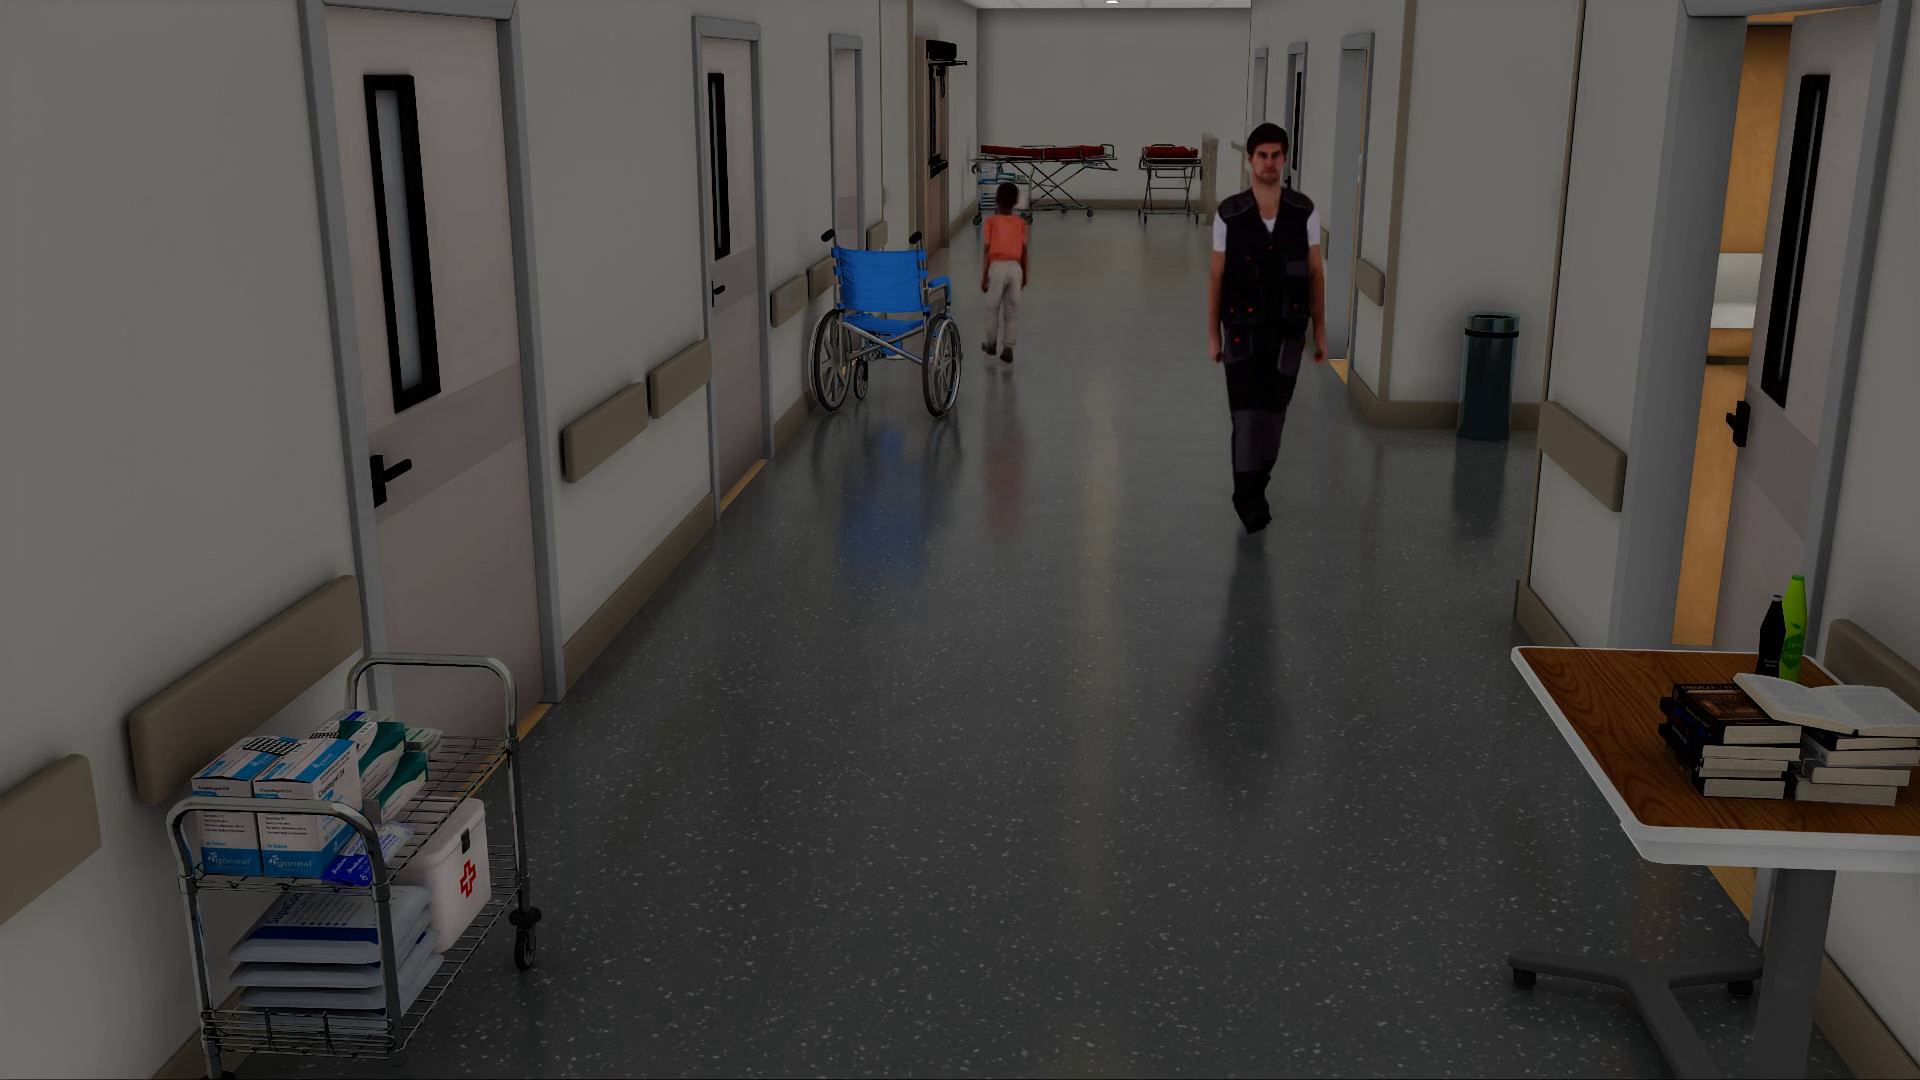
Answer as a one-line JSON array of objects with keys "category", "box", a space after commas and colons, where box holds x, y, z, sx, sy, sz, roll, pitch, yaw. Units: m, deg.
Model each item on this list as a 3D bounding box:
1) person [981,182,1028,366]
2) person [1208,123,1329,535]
[{"category": "person", "box": [0.330, -1.915, 12.031, 0.617, 1.295, 0.800, -2, 16, -8]}, {"category": "person", "box": [1.394, -0.957, 7.689, 0.766, 1.806, 1.189, -1, 16, -4]}]
